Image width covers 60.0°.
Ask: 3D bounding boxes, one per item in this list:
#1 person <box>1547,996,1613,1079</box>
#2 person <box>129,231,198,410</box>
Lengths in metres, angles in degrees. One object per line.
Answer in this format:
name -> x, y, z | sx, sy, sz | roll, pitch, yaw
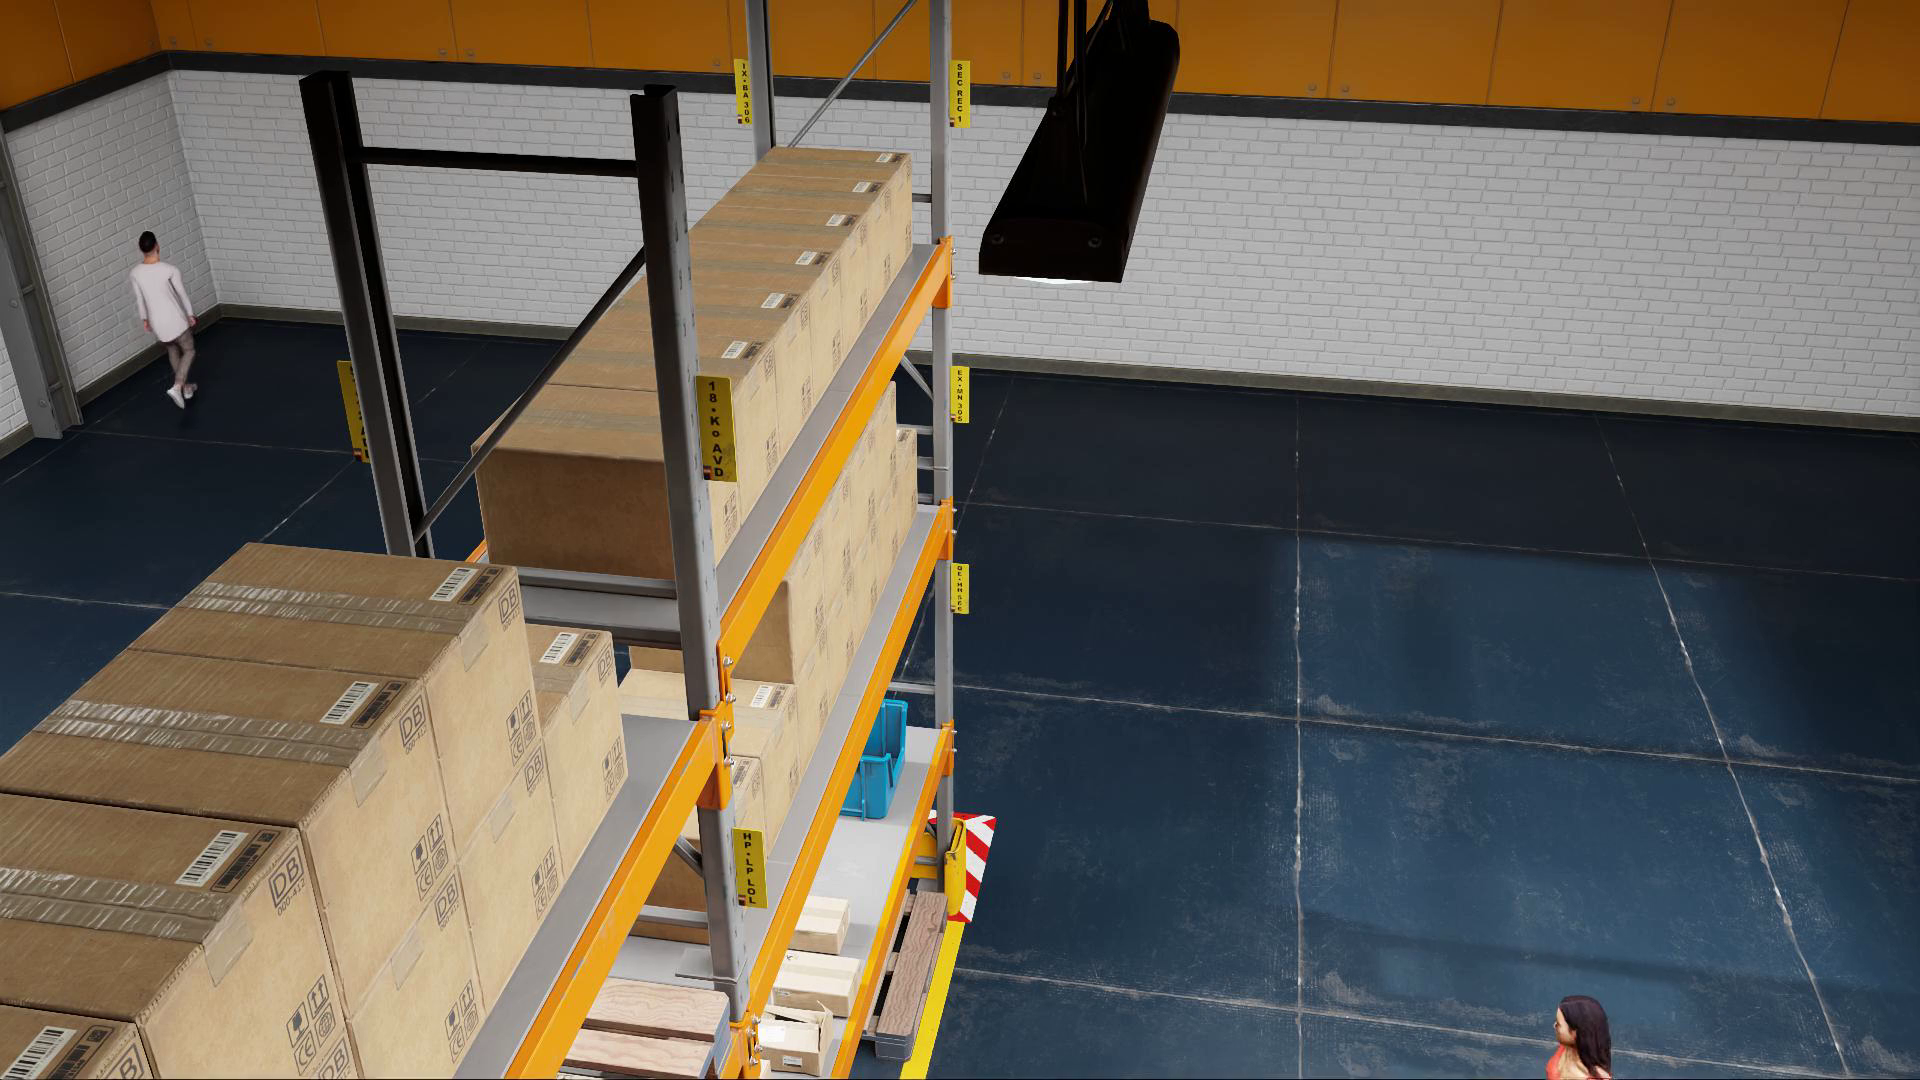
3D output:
person -> 2.883, 2.806, 7.750 | 0.903, 1.703, 0.807 | -8, 30, -15
person -> -8.012, -2.205, 16.811 | 0.808, 1.823, 1.073 | -1, 29, -2
